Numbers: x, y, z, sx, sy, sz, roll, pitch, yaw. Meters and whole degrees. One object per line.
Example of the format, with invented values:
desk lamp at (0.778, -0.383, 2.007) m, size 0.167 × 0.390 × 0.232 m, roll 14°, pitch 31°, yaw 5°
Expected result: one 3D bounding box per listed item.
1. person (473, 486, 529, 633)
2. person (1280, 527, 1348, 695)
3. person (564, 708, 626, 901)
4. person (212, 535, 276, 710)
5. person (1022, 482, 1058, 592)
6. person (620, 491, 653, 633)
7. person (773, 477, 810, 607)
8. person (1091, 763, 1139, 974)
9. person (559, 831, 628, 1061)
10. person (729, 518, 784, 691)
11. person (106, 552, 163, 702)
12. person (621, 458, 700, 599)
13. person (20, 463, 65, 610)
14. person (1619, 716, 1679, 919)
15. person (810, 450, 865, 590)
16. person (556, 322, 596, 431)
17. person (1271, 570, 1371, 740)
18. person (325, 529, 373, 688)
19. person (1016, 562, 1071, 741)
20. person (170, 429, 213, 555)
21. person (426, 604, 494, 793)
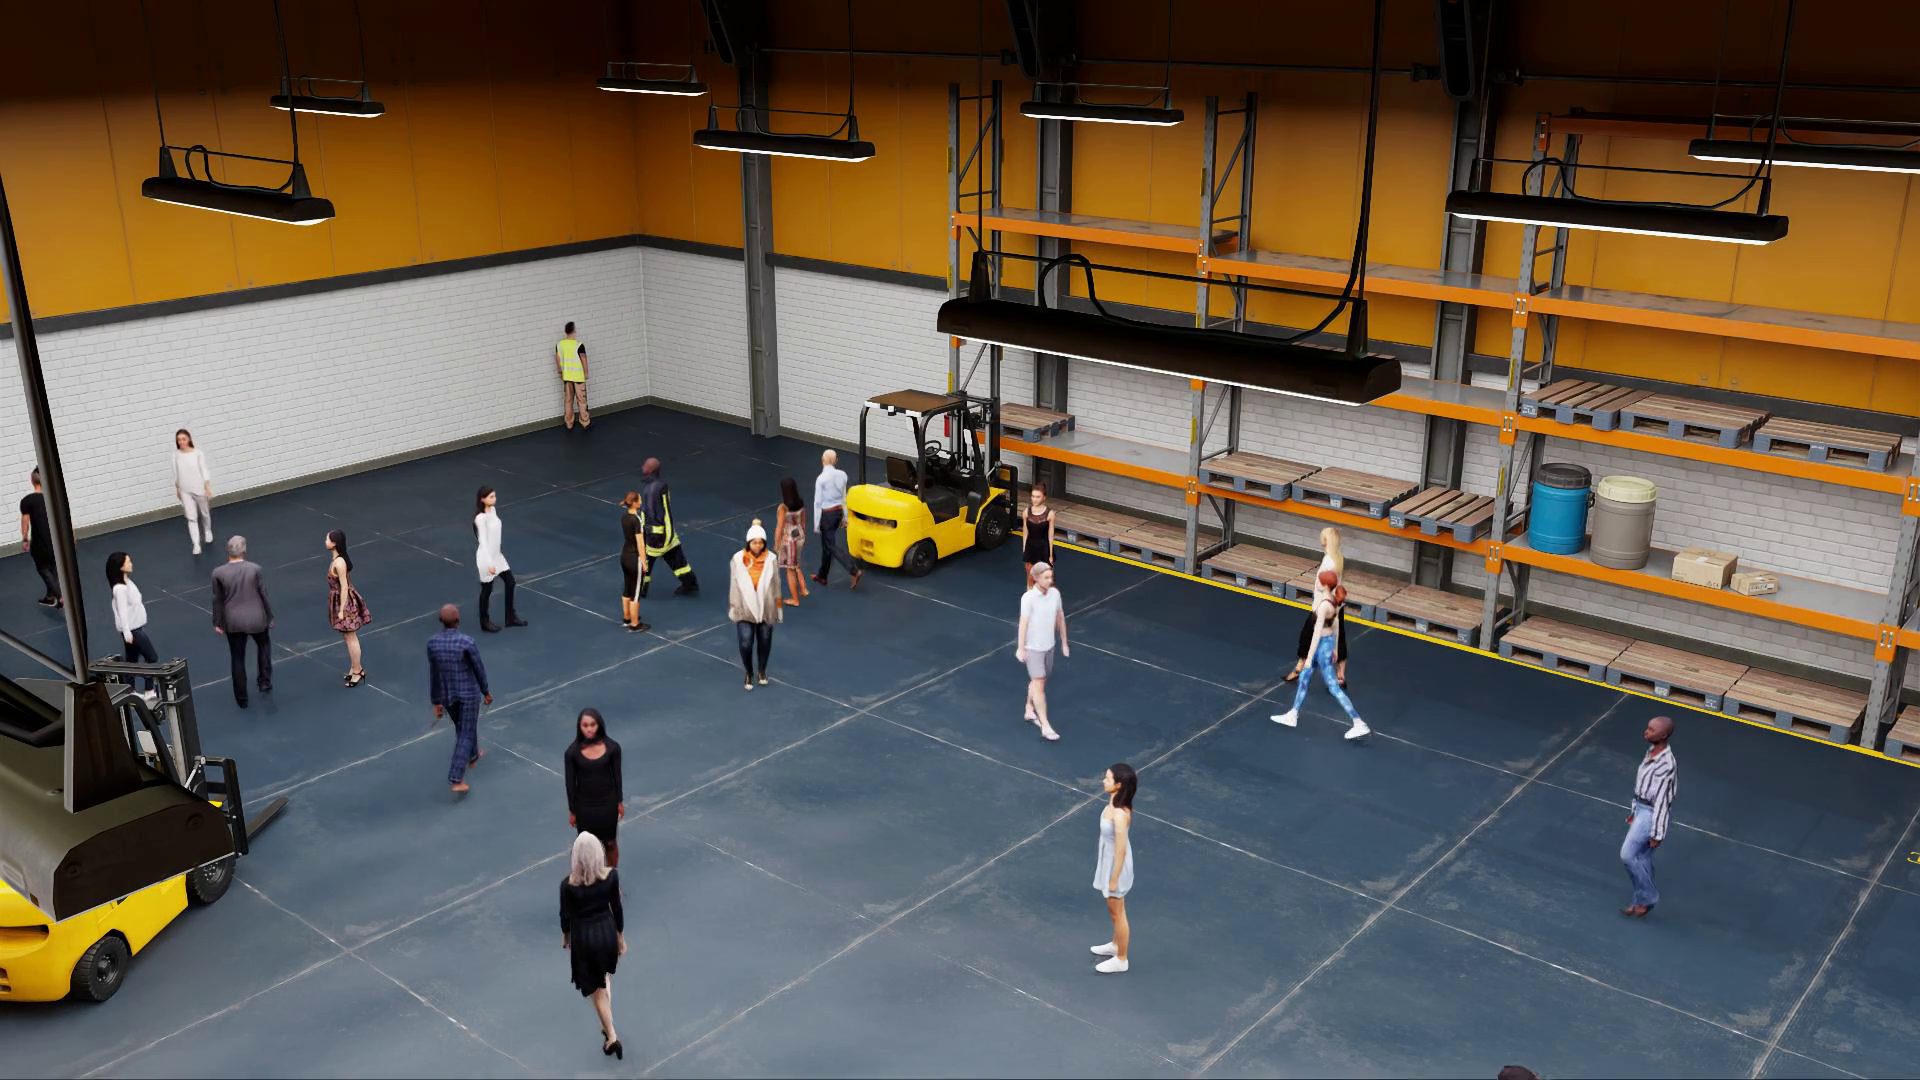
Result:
person at (-5.555, 0.229, 19.374) m, size 0.917 × 1.789 × 0.835 m, roll 3°, pitch 19°, yaw 9°
person at (3.990, 0.785, 17.653) m, size 1.002 × 1.833 × 0.765 m, roll 10°, pitch 21°, yaw 28°
person at (-2.991, 2.183, 13.678) m, size 0.680 × 1.720 × 0.670 m, roll -7°, pitch 20°, yaw -19°
person at (-7.474, 0.872, 17.424) m, size 0.939 × 1.814 × 0.976 m, roll -8°, pitch 20°, yaw -22°
person at (0.953, 0.122, 19.866) m, size 0.594 × 1.676 × 0.711 m, roll 7°, pitch 20°, yaw 20°
person at (-3.848, 0.234, 19.558) m, size 0.709 × 1.662 × 0.568 m, roll -12°, pitch 22°, yaw -31°
person at (-1.981, 0.041, 20.173) m, size 0.717 × 1.635 × 0.676 m, roll 12°, pitch 22°, yaw 31°
person at (1.200, 2.493, 12.743) m, size 0.714 × 1.730 × 0.670 m, roll 0°, pitch 19°, yaw 0°
person at (-2.520, 2.877, 11.600) m, size 0.660 × 1.732 × 0.780 m, roll -13°, pitch 22°, yaw -33°
person at (-2.217, 0.663, 17.954) m, size 0.855 × 1.873 × 0.886 m, roll -4°, pitch 19°, yaw -13°
person at (-8.775, 0.940, 17.413) m, size 0.816 × 1.692 × 0.726 m, roll -8°, pitch 20°, yaw -23°
person at (-3.619, -0.140, 20.468) m, size 1.309 × 1.789 × 1.136 m, roll 2°, pitch 19°, yaw 6°
person at (-10.953, 0.003, 19.979) m, size 0.909 × 1.830 × 0.761 m, roll 13°, pitch 23°, yaw 34°
person at (5.633, 2.255, 13.364) m, size 0.778 × 1.785 × 0.758 m, roll 2°, pitch 19°, yaw 7°
person at (-1.545, -0.216, 20.757) m, size 1.107 × 1.748 × 0.664 m, roll 15°, pitch 23°, yaw 37°
person at (-6.556, -2.794, 28.260) m, size 0.809 × 1.845 × 0.897 m, roll 4°, pitch 19°, yaw 11°
person at (3.720, 1.187, 16.608) m, size 1.289 × 1.738 × 0.729 m, roll 10°, pitch 21°, yaw 28°
person at (-6.642, 0.722, 17.932) m, size 0.850 × 1.774 × 0.766 m, roll -7°, pitch 20°, yaw -19°
person at (0.738, 1.062, 16.872) m, size 0.795 × 1.805 × 1.012 m, roll -14°, pitch 23°, yaw -36°
person at (-10.259, -0.680, 22.287) m, size 0.999 × 1.651 × 1.195 m, roll -6°, pitch 20°, yaw -18°
person at (-4.707, 1.506, 15.600) m, size 1.210 × 1.777 × 1.103 m, roll 3°, pitch 19°, yaw 9°
